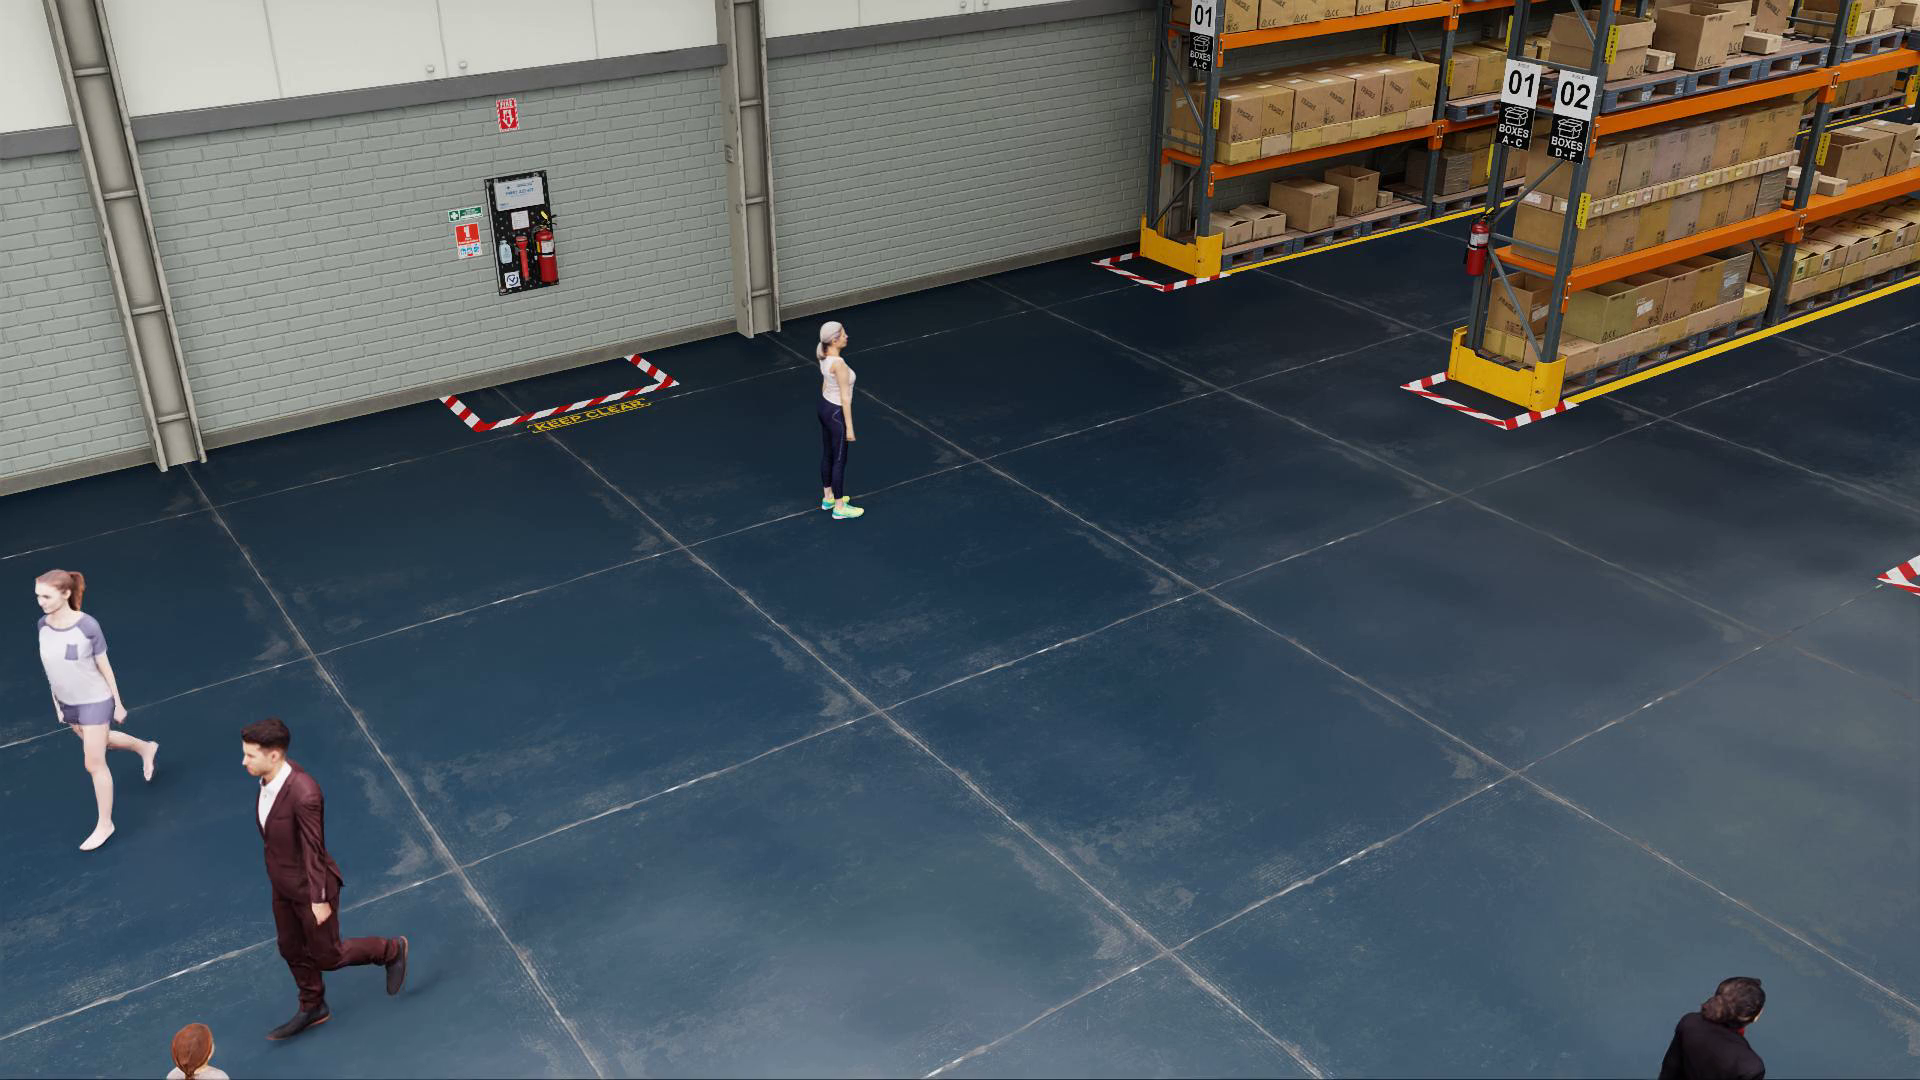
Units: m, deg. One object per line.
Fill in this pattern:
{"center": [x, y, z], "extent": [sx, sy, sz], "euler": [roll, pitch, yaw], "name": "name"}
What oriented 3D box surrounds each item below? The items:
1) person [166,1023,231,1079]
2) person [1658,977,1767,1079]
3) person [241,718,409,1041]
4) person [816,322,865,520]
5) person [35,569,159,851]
{"center": [-3.321, 2.636, 7.372], "extent": [0.542, 1.194, 0.605], "euler": [4, 28, 8], "name": "person"}
{"center": [3.109, 2.540, 7.092], "extent": [0.568, 1.621, 0.562], "euler": [-17, 32, -30], "name": "person"}
{"center": [-3.270, 1.701, 8.476], "extent": [0.812, 1.845, 1.065], "euler": [24, 36, 39], "name": "person"}
{"center": [-1.051, -1.017, 13.910], "extent": [0.566, 1.702, 0.619], "euler": [-13, 30, -24], "name": "person"}
{"center": [-5.229, 0.933, 10.086], "extent": [1.022, 1.738, 1.136], "euler": [7, 28, 14], "name": "person"}
